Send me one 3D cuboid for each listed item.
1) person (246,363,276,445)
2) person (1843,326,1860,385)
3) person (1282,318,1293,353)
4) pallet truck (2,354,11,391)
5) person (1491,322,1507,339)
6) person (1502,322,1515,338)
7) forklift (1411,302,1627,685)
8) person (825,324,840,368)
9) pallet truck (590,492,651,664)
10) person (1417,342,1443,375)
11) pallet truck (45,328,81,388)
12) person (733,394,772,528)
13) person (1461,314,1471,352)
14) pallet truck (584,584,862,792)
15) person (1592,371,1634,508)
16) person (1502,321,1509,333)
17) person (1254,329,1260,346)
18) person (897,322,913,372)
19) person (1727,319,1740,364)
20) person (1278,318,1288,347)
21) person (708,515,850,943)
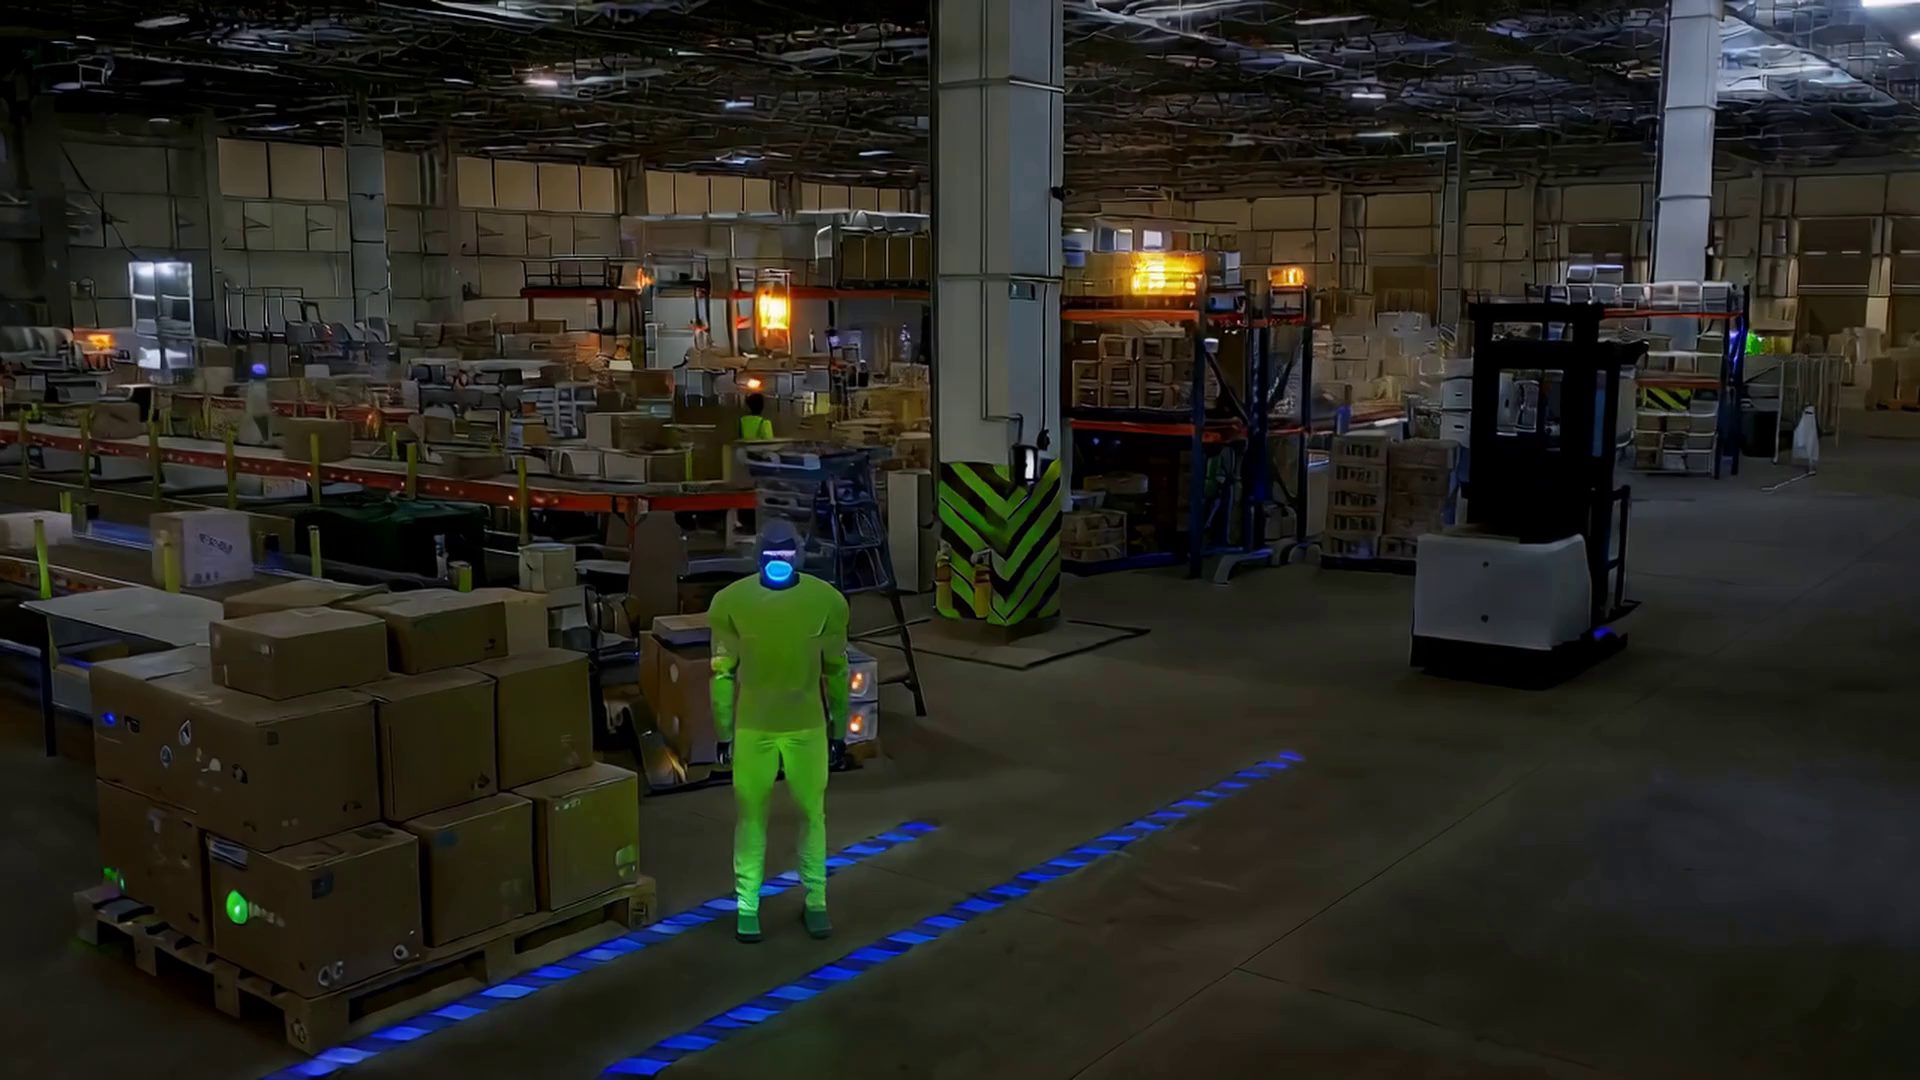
[{"bbox_3d":[-11.492,-2.041,27.476,0.700,1.742,0.549,2,9,10],"label":"person"},{"bbox_3d":[28.249,-5.829,52.640,0.326,1.861,0.498,-4,9,-24],"label":"person"},{"bbox_3d":[15.920,-9.997,80.921,0.617,1.809,0.941,-1,8,-5],"label":"person"},{"bbox_3d":[-24.881,-4.417,42.634,1.885,1.965,0.823,8,11,41],"label":"pallet truck"},{"bbox_3d":[16.032,-5.459,49.516,0.538,2.000,0.684,-7,11,-41],"label":"person"},{"bbox_3d":[16.951,-5.781,51.840,0.623,1.992,0.392,7,11,39],"label":"person"},{"bbox_3d":[4.379,-0.438,12.852,1.129,2.768,1.873,7,11,37],"label":"forklift"},{"bbox_3d":[-3.693,-5.213,48.016,0.914,1.991,0.674,-2,9,-16],"label":"person"},{"bbox_3d":[-3.115,0.344,12.883,0.653,1.274,1.630,7,11,37],"label":"pallet truck"},{"bbox_3d":[10.540,-3.518,37.189,0.627,1.807,0.704,6,10,36],"label":"person"},{"bbox_3d":[-23.775,-4.544,43.495,1.885,1.965,0.823,6,10,35],"label":"pallet truck"},{"bbox_3d":[-2.559,-0.980,20.624,0.533,1.654,0.858,4,9,23],"label":"person"},{"bbox_3d":[24.627,-10.117,81.338,0.629,1.924,0.888,-6,11,-37],"label":"person"},{"bbox_3d":[-1.426,0.805,10.019,1.601,1.201,0.680,-4,9,-26],"label":"pallet truck"},{"bbox_3d":[8.464,-1.268,21.780,0.651,1.888,0.612,-7,11,-41],"label":"person"},{"bbox_3d":[23.860,-8.892,73.097,0.605,1.900,0.710,7,11,41],"label":"person"},{"bbox_3d":[12.456,-8.372,69.568,0.568,1.913,0.603,5,10,30],"label":"person"},{"bbox_3d":[-1.993,-6.792,59.085,0.624,1.867,0.590,7,11,38],"label":"person"},{"bbox_3d":[28.977,-7.294,62.293,0.666,1.911,0.725,-1,9,-10],"label":"person"},{"bbox_3d":[16.890,-11.033,87.313,0.511,1.969,0.637,7,11,39],"label":"person"},{"bbox_3d":[-0.802,0.842,7.436,0.624,1.931,0.377,-1,9,-9],"label":"person"}]
